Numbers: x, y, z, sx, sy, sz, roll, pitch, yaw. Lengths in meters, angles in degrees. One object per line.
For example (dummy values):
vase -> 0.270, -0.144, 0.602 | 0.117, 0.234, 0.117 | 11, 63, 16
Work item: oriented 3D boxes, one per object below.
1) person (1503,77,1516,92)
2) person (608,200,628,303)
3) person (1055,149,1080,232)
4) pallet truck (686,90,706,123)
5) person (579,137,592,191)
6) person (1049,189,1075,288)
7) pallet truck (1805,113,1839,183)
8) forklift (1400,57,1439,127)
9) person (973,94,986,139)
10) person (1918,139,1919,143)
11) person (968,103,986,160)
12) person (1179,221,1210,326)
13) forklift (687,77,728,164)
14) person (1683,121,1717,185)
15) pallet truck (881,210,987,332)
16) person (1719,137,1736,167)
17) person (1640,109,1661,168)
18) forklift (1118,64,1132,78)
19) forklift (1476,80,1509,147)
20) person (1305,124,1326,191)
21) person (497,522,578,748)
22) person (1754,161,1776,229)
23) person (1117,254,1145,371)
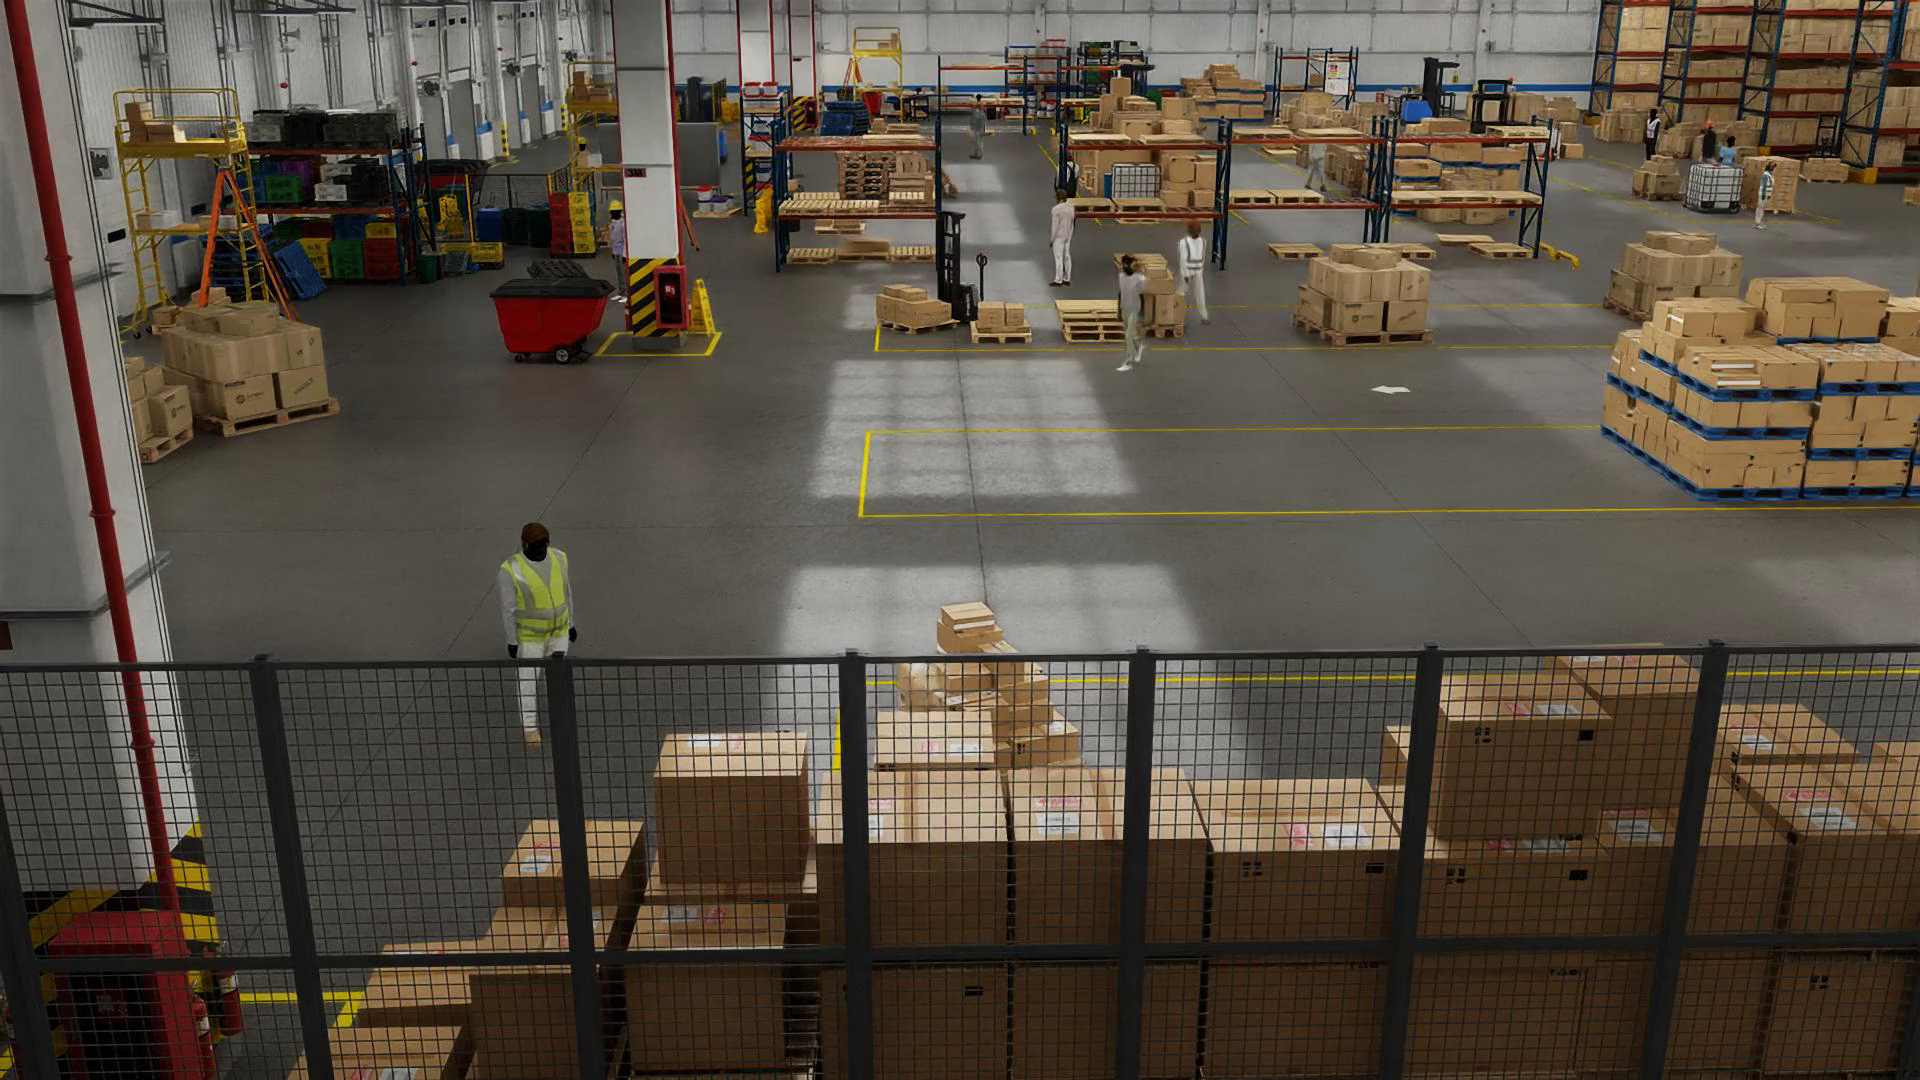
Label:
person -> 23.551, -18.894, 71.400 | 0.564, 1.917, 0.410 | 5, 19, 16
person -> -6.467, -5.485, 31.611 | 0.362, 1.928, 0.587 | -13, 22, -33
person -> 2.533, -8.454, 40.244 | 0.684, 2.000, 0.535 | -16, 24, -40
pallet truck -> -9.671, -15.907, 62.421 | 0.823, 1.965, 1.885 | 5, 19, 15
person -> -9.946, -9.704, 44.126 | 0.368, 1.928, 0.585 | -4, 19, -12
person -> 2.020, -6.020, 33.180 | 0.357, 1.938, 0.638 | 17, 25, 41
pallet truck -> 26.403, -11.957, 50.702 | 0.823, 1.965, 1.885 | 6, 19, 16
forklift -> 19.363, -18.501, 68.756 | 1.873, 2.768, 1.129 | -1, 19, -1
person -> 0.734, -16.309, 64.083 | 0.532, 1.694, 0.319 | -5, 19, -16
person -> 31.647, -13.130, 54.448 | 0.676, 1.821, 0.628 | 1, 19, 4
person -> 0.573, -13.941, 56.753 | 0.765, 1.896, 0.470 | 17, 25, 40
person -> 4.134, -4.765, 29.629 | 0.565, 1.841, 0.966 | -8, 20, -22
forklift -> -8.726, -13.868, 55.012 | 1.873, 2.768, 1.129 | -1, 19, -1
person -> 21.983, -11.369, 49.044 | 0.611, 1.939, 1.039 | -10, 21, -28
pallet truck -> -0.493, -4.759, 29.349 | 1.885, 1.965, 0.823 | -13, 23, -34
person -> 21.820, -10.651, 47.363 | 0.545, 1.649, 0.888 | -4, 19, -11
person -> 22.495, -13.042, 54.060 | 0.393, 1.912, 0.588 | -3, 19, -10
forklift -> 6.251, -16.612, 63.152 | 1.873, 2.768, 1.129 | 5, 19, 15
forklift -> 17.107, -13.435, 53.727 | 1.129, 2.768, 1.873 | 7, 20, 19
person -> 10.412, -11.128, 48.424 | 0.637, 1.894, 1.033 | -5, 19, -15
person -> -3.340, 0.735, 13.294 | 0.429, 1.839, 0.634 | 18, 25, 42
person -> 19.865, -8.511, 41.031 | 0.310, 1.640, 0.514 | 14, 23, 35
person -> 2.724, -3.600, 26.171 | 0.539, 1.846, 0.677 | 18, 25, 42
